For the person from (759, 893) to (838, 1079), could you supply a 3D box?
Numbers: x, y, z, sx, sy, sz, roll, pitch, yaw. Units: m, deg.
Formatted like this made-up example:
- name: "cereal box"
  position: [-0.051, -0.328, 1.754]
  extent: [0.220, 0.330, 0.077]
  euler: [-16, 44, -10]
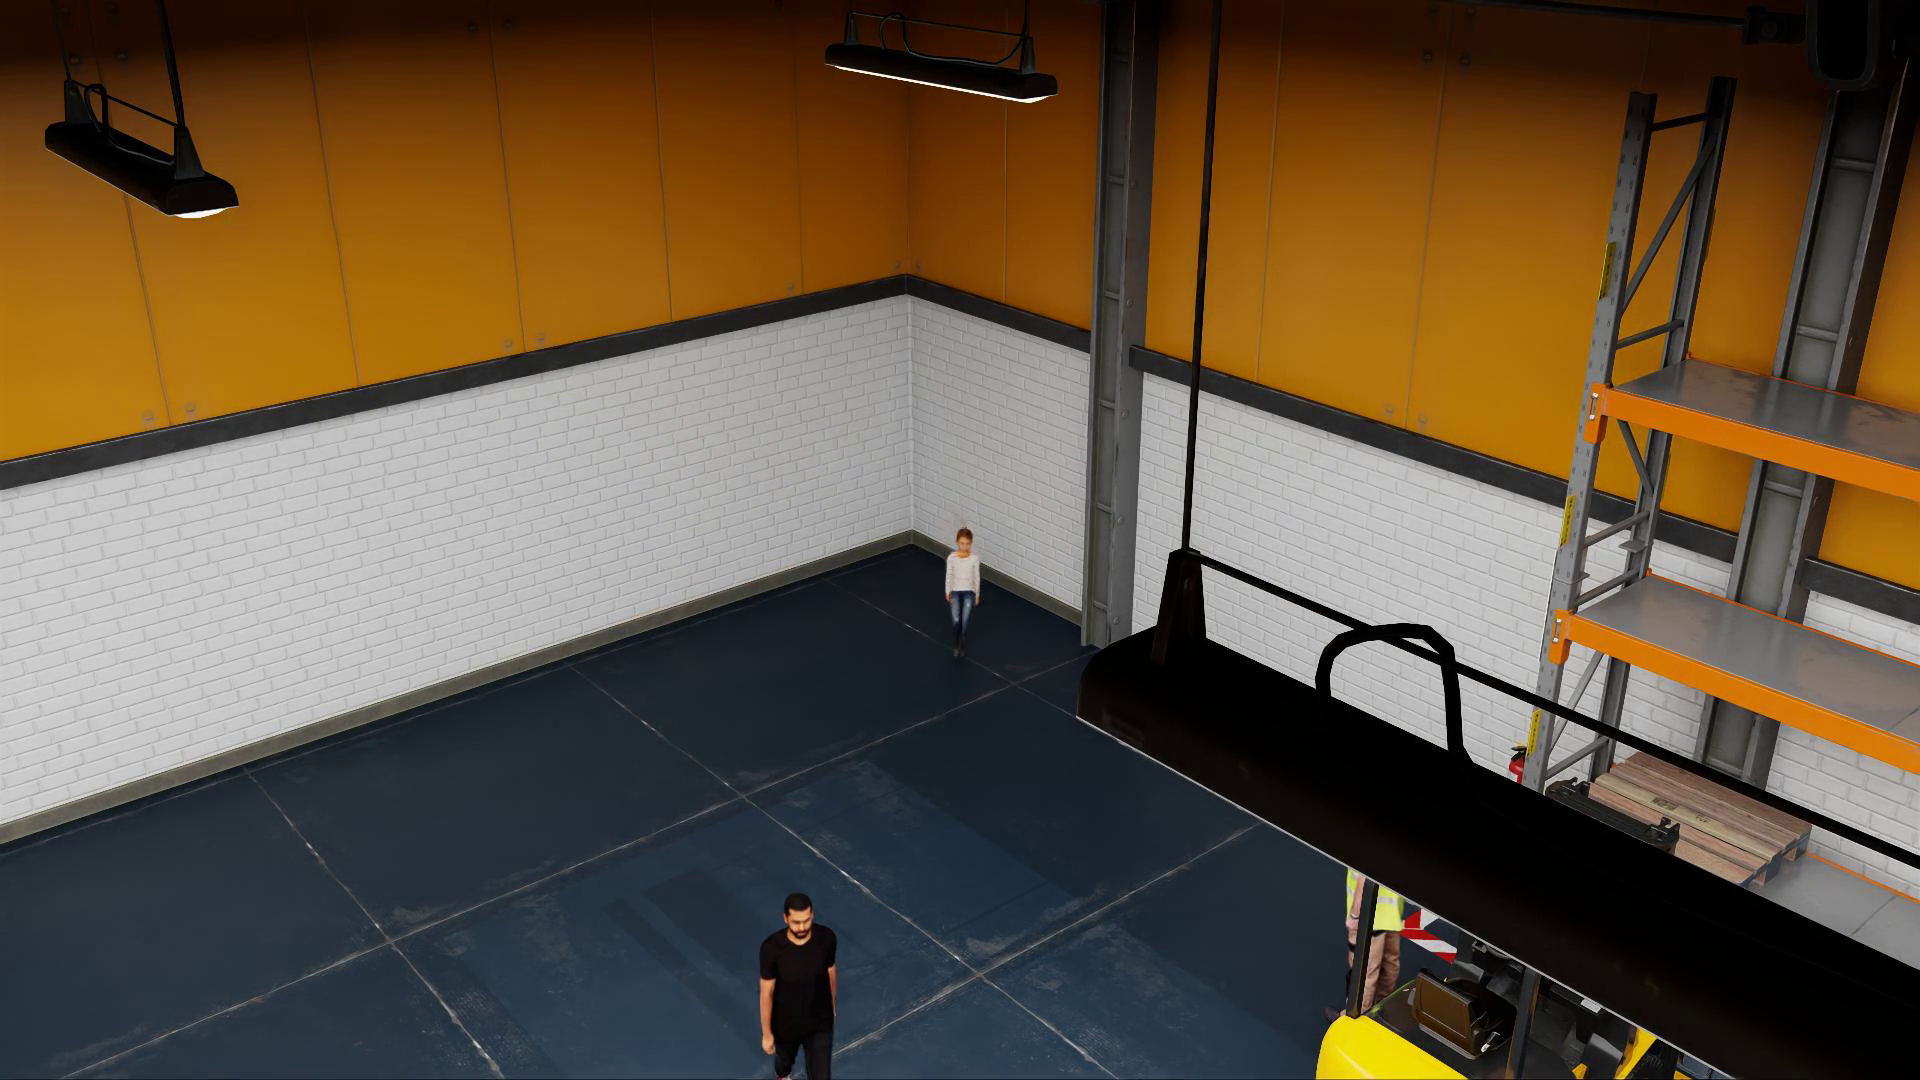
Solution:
- name: "person"
  position: [-0.983, 2.819, 9.950]
  extent: [0.951, 1.715, 1.263]
  euler: [-8, 25, -17]

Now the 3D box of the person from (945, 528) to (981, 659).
- name: "person"
  position: [0.016, 0.476, 15.814]
  extent: [0.577, 1.311, 0.630]
  euler: [-2, 24, -4]
